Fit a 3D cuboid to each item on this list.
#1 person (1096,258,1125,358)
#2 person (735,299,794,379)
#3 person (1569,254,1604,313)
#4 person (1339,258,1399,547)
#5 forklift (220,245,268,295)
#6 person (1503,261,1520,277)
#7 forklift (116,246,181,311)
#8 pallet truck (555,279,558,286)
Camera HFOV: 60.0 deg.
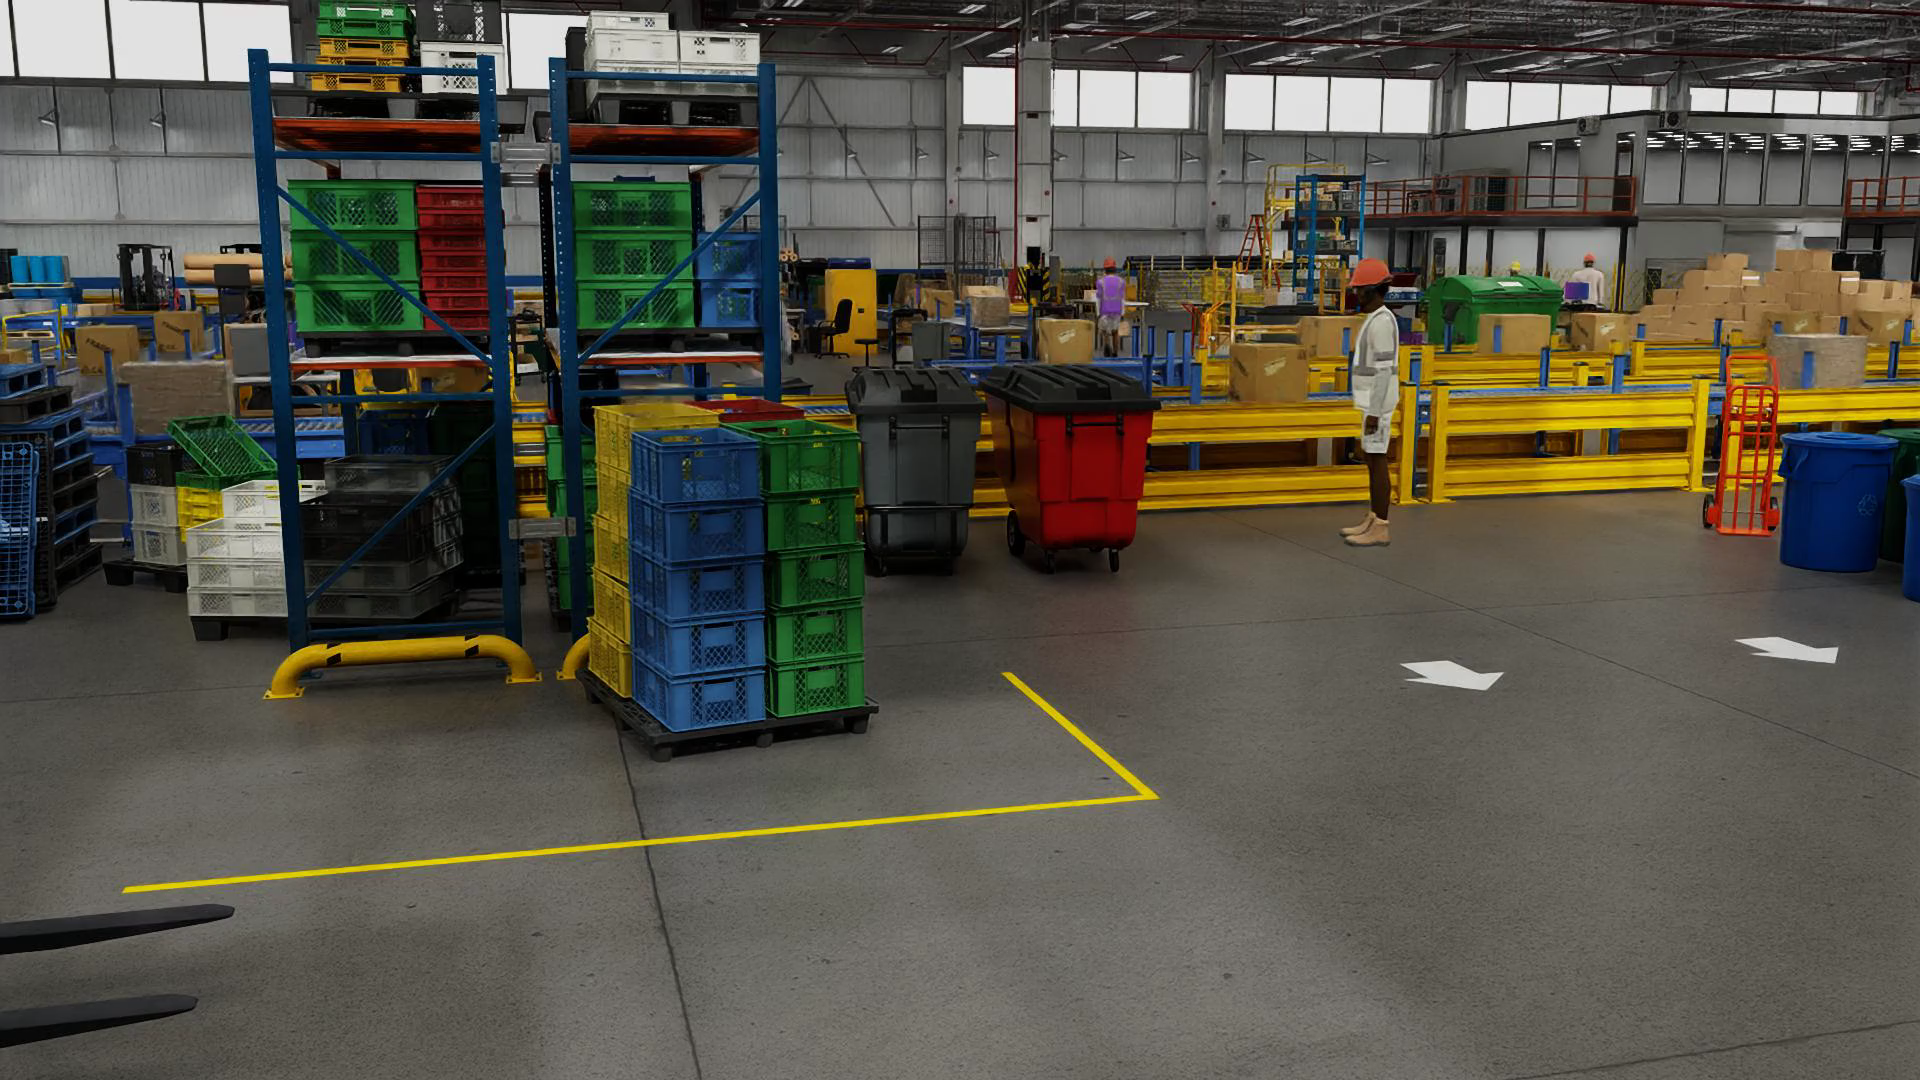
[{"bbox_3d":[2.726,-4.149,30.179,0.544,1.921,0.467,0,10,-3],"label":"person"},{"bbox_3d":[-2.284,-2.218,19.436,0.663,1.849,1.043,-9,13,-40],"label":"person"},{"bbox_3d":[12.959,-4.940,34.505,0.629,1.965,0.798,1,10,6],"label":"person"},{"bbox_3d":[2.911,-0.967,11.808,0.395,2.040,0.609,2,10,11],"label":"person"},{"bbox_3d":[-17.749,-6.334,41.440,1.157,1.987,2.680,-3,10,-17],"label":"forklift"},{"bbox_3d":[11.696,-4.998,35.264,0.604,1.824,0.403,5,11,27],"label":"person"},{"bbox_3d":[-19.966,-6.232,40.894,1.157,1.987,2.680,-3,10,-15],"label":"forklift"},{"bbox_3d":[-10.604,-6.375,44.520,0.653,1.274,1.630,-3,10,-15],"label":"pallet truck"}]
